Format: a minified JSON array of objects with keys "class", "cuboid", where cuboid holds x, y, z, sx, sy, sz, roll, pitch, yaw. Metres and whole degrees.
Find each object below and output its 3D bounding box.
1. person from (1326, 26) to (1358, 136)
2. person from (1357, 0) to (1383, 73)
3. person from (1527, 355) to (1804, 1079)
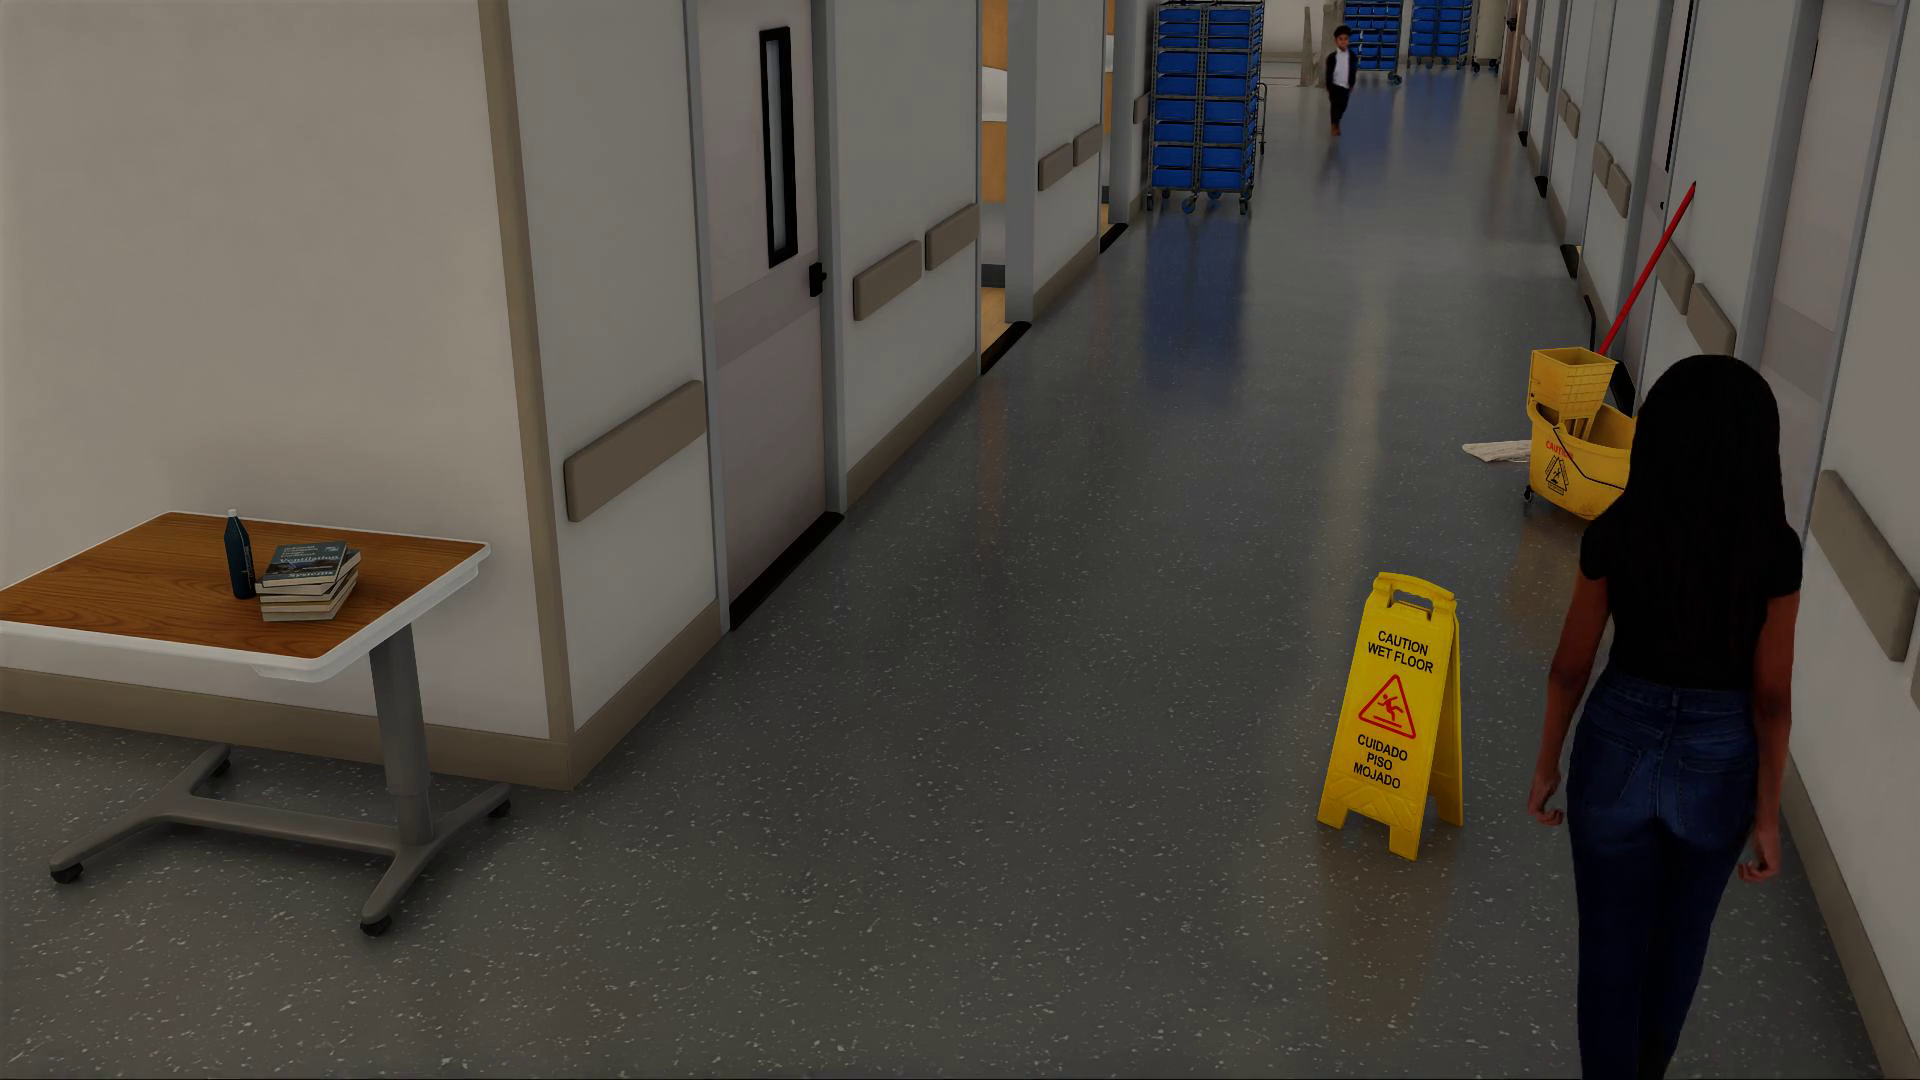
[{"class":"person","cuboid":[4.407,-5.333,19.325,0.624,1.212,0.834,0,21,1]},{"class":"person","cuboid":[6.741,-8.429,27.008,0.620,1.559,0.664,-7,22,-17]},{"class":"person","cuboid":[1.322,0.533,3.119,0.614,1.721,0.642,6,22,16]}]
